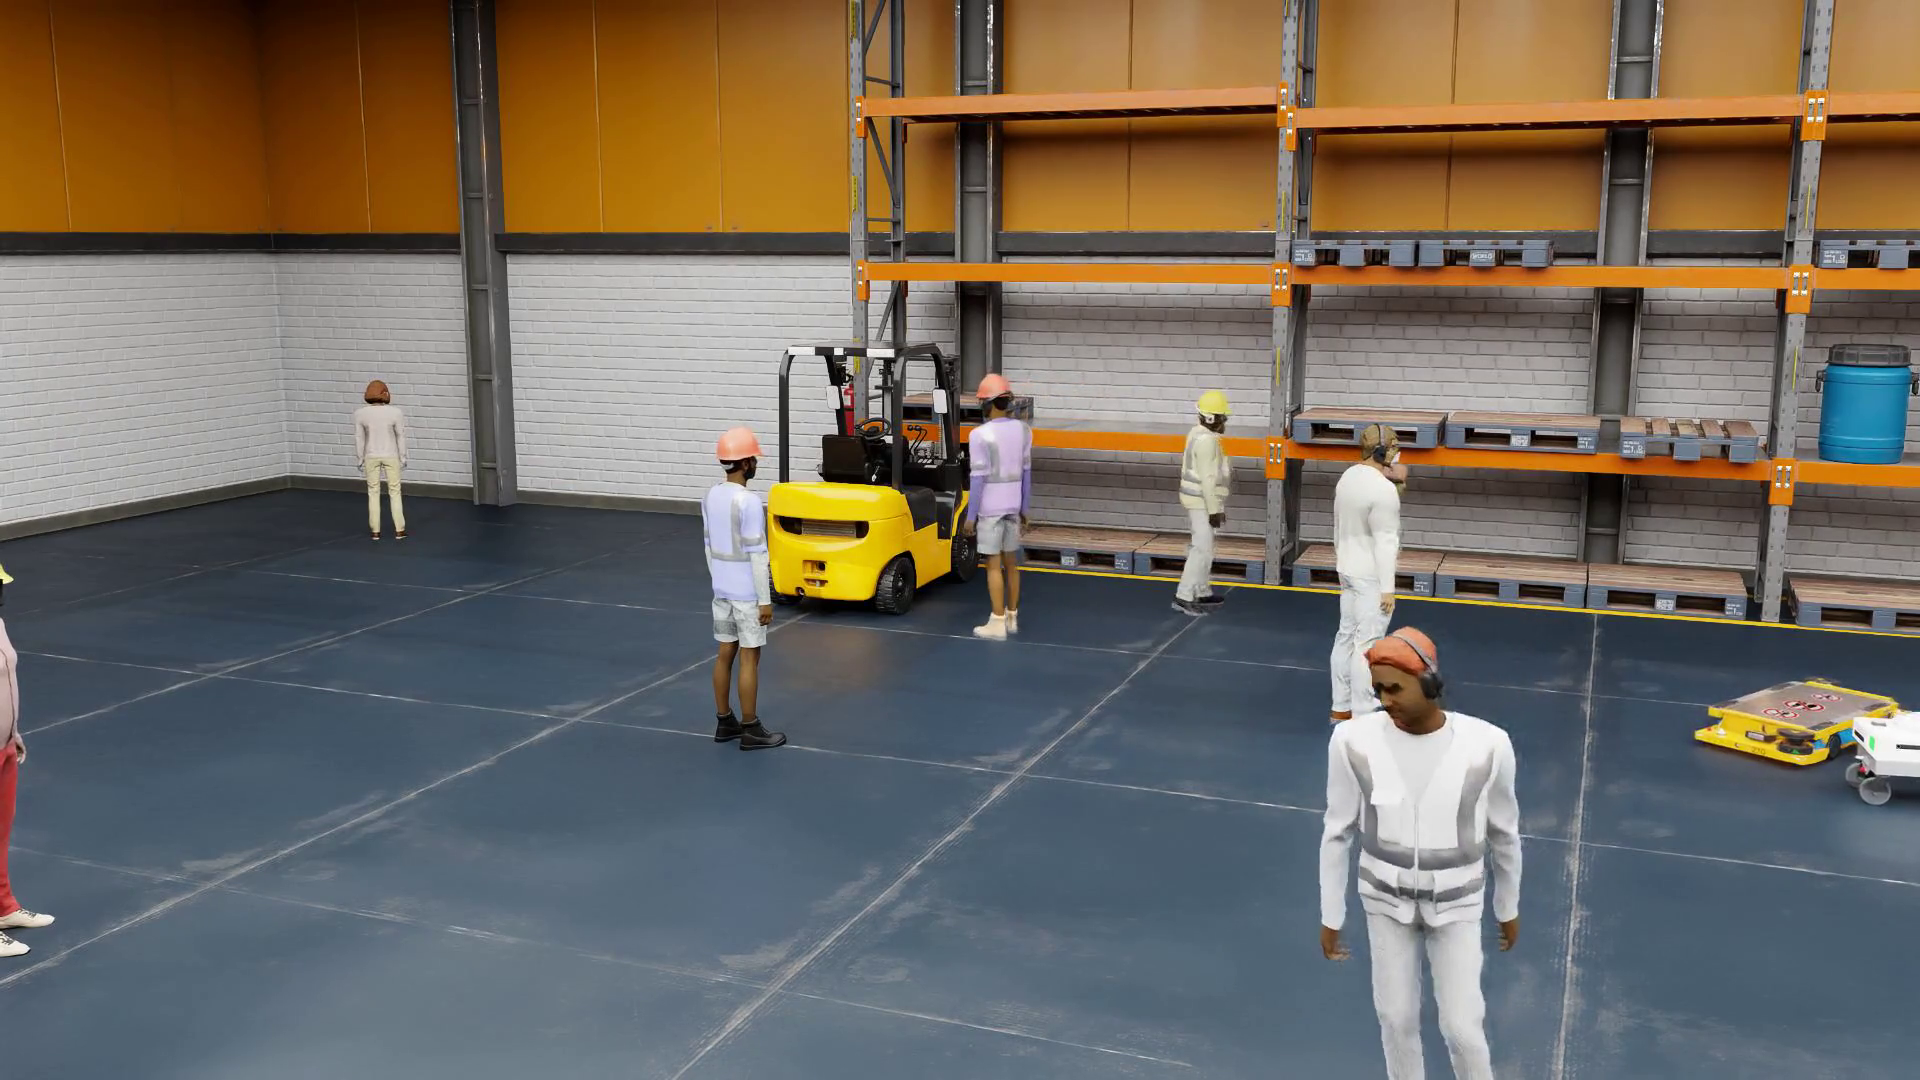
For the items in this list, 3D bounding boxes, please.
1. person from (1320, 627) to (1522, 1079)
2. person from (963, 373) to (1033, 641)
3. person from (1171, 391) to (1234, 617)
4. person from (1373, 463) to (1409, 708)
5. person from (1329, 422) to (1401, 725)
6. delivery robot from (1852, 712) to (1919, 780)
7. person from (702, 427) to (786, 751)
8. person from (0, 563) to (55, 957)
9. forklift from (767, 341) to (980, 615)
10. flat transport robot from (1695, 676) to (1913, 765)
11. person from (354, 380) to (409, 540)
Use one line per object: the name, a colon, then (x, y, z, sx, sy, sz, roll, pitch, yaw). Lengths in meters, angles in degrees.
person: (1.460, 1.167, 5.328, 0.601, 1.855, 0.460, 4, 11, 21)
person: (0.275, -0.255, 12.747, 0.615, 2.039, 0.391, -10, 14, -43)
person: (1.996, -0.303, 13.639, 0.486, 1.814, 0.741, 1, 10, 6)
person: (2.715, 0.294, 10.873, 0.359, 1.614, 0.521, -1, 10, -7)
person: (2.513, 0.238, 10.276, 0.352, 1.937, 0.635, -2, 10, -12)
delivery robot: (5.245, 1.112, 9.004, 0.707, 0.478, 0.477, 2, 10, 13)
person: (-1.307, 0.291, 9.973, 0.351, 1.942, 0.545, -9, 14, -42)
person: (-4.154, 0.891, 7.126, 0.311, 1.768, 0.531, -2, 10, -10)
forklift: (-0.739, -0.602, 14.246, 1.214, 2.155, 2.313, 4, 11, 21)
flat transport robot: (5.191, 1.089, 10.182, 1.431, 0.197, 0.652, -8, 13, -37)
person: (-5.911, -0.816, 17.002, 0.498, 1.633, 0.283, -2, 10, -10)
